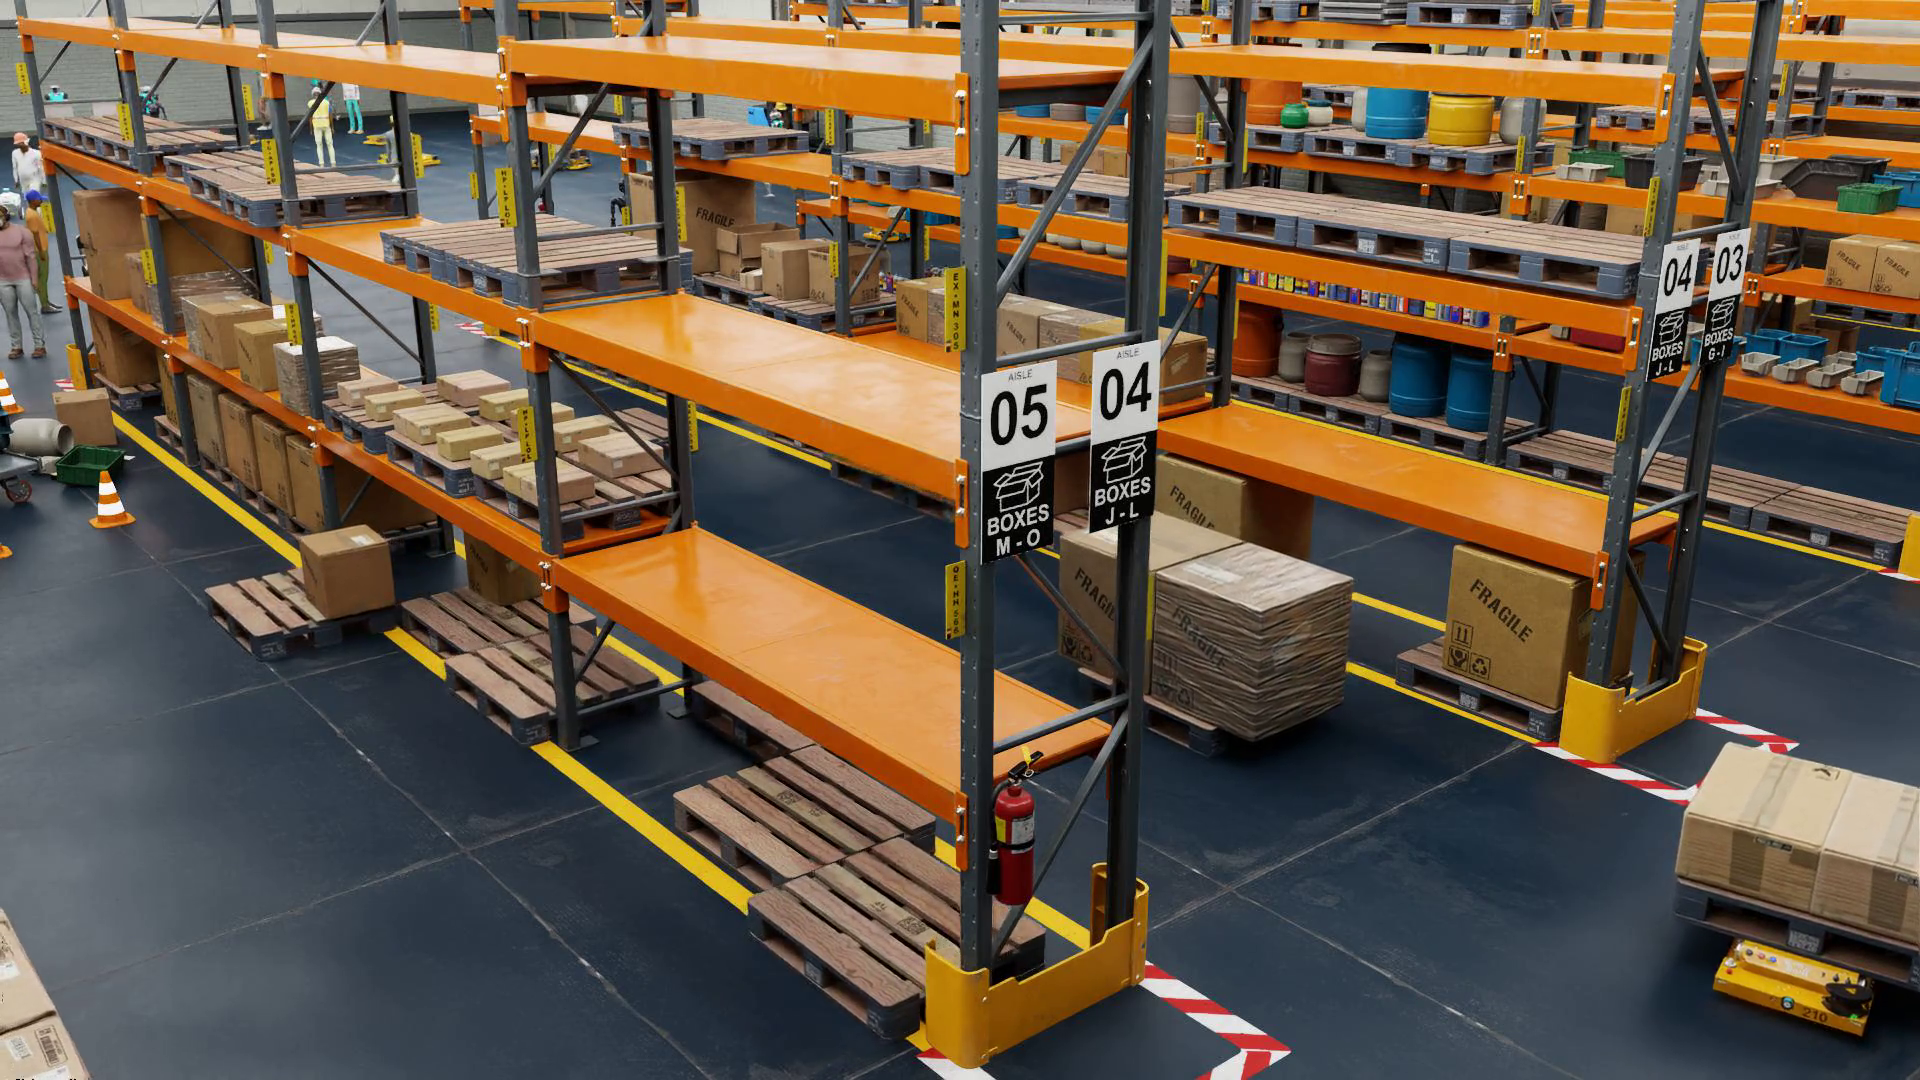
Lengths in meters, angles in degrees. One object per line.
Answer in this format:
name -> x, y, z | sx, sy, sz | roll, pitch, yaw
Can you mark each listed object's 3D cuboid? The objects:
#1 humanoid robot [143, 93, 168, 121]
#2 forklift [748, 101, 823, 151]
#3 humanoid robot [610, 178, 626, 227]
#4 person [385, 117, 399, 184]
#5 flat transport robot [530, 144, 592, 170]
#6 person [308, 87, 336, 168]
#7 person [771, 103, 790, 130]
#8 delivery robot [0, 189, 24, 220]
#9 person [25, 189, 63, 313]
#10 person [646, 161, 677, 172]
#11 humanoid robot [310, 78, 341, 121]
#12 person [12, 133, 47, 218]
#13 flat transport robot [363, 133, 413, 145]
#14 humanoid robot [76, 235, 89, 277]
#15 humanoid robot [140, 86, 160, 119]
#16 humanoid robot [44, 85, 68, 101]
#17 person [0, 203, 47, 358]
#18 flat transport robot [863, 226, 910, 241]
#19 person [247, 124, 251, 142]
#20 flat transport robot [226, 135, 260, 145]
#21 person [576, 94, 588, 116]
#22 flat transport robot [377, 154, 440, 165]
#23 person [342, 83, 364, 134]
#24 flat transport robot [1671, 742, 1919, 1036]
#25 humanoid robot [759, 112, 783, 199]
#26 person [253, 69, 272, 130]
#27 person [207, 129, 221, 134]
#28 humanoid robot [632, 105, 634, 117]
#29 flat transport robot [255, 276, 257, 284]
humanoid robot -> -19.397, -9.982, 40.212 | 0.608, 1.654, 0.351 | 2, 19, 5
forklift -> -4.526, -11.368, 42.374 | 1.129, 2.768, 1.873 | -15, 24, -37
humanoid robot -> -4.919, -4.523, 24.664 | 0.599, 1.657, 0.315 | -15, 24, -37
person -> -11.358, -7.715, 33.657 | 0.524, 1.757, 0.452 | 6, 20, 17
flat transport robot -> -9.479, -8.890, 39.237 | 1.431, 0.231, 0.659 | 4, 20, 12
person -> -14.854, -9.563, 38.710 | 0.524, 1.892, 0.403 | -8, 21, -21
person -> -3.987, -8.971, 37.279 | 0.519, 1.718, 0.581 | 13, 23, 32
delivery robot -> -18.121, -6.385, 31.677 | 0.499, 0.595, 0.791 | -8, 21, -21
person -> -12.815, -4.037, 23.253 | 0.366, 1.712, 0.448 | -9, 21, -25
person -> -5.036, -5.959, 28.338 | 0.373, 1.966, 0.603 | 18, 26, 42
humanoid robot -> -19.046, -13.476, 50.105 | 0.549, 1.759, 0.979 | 17, 25, 39
person -> -17.126, -6.644, 30.656 | 0.561, 1.720, 0.768 | 2, 19, 5
flat transport robot -> -15.180, -10.706, 44.406 | 0.659, 0.231, 1.431 | 9, 21, 24
humanoid robot -> -10.263, -3.040, 20.166 | 0.533, 1.681, 0.735 | -15, 24, -37
humanoid robot -> -20.227, -10.338, 41.179 | 1.000, 1.765, 0.548 | 10, 22, 27
humanoid robot -> -22.030, -10.191, 40.912 | 0.542, 1.906, 0.725 | -18, 26, -41
person -> -11.697, -3.201, 20.556 | 0.620, 1.932, 0.371 | -4, 20, -11
flat transport robot -> -0.957, -5.503, 29.598 | 1.431, 0.231, 0.659 | -15, 24, -37
person -> -18.075, -10.634, 41.818 | 0.398, 1.848, 0.777 | -4, 20, -10
flat transport robot -> -19.362, -10.573, 44.027 | 1.431, 0.231, 0.659 | -2, 19, -6
person -> -10.188, -11.672, 44.752 | 0.598, 1.855, 0.611 | -11, 22, -29
flat transport robot -> -13.275, -9.157, 39.998 | 1.431, 0.231, 0.659 | 11, 22, 28
person -> -17.095, -12.397, 46.761 | 0.480, 1.909, 0.363 | 3, 20, 9
flat transport robot -> 4.292, 1.961, 8.356 | 0.659, 0.231, 1.431 | 13, 23, 33
humanoid robot -> -3.932, -7.765, 33.961 | 0.743, 1.888, 0.549 | -1, 19, -2
person -> -20.035, -12.720, 47.733 | 0.470, 1.866, 0.519 | -7, 20, -18
person -> -13.539, -6.622, 30.425 | 0.978, 1.830, 0.595 | -8, 21, -22
humanoid robot -> -8.976, -11.686, 45.144 | 0.598, 1.643, 0.596 | -9, 21, -24
flat transport robot -> -10.579, -3.382, 23.562 | 1.431, 0.231, 0.659 | -1, 19, -3
